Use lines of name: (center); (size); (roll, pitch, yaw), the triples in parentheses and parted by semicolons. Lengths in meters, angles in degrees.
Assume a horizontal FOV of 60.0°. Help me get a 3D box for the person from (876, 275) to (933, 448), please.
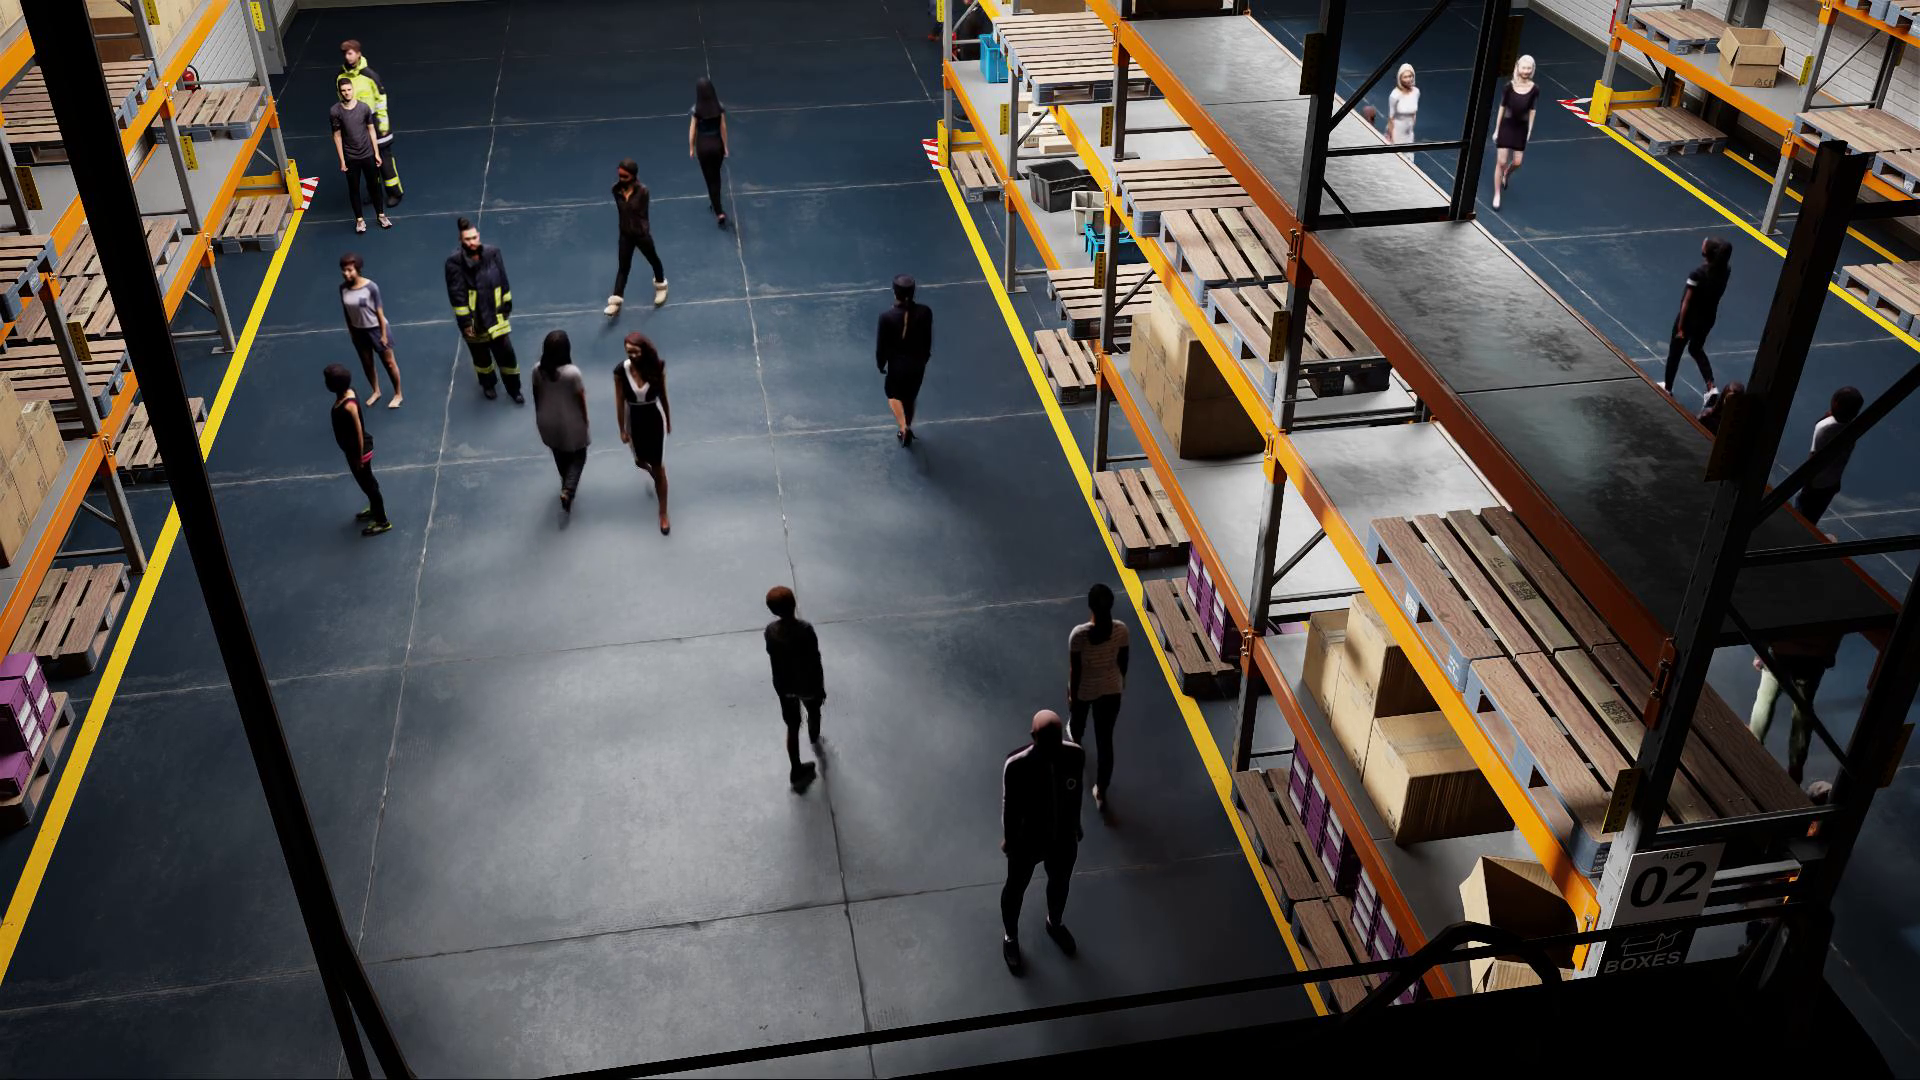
person: (-0.470, -1.530, 14.815); (0.770, 1.662, 0.804); (-12, 36, -18)

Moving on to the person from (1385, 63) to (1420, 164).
person: (5.146, -4.813, 19.690); (0.676, 1.733, 0.699); (-18, 38, -25)

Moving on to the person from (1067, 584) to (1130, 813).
person: (0.923, 1.058, 10.986); (0.596, 1.591, 1.107); (-5, 34, -7)

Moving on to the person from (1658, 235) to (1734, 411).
person: (6.911, -2.001, 15.476); (0.711, 1.715, 1.028); (-12, 35, -17)

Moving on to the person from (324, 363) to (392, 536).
person: (-4.996, -0.776, 13.782); (0.647, 1.551, 0.508); (-14, 36, -19)

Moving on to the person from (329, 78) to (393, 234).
person: (-6.900, -4.428, 19.082); (0.700, 1.764, 0.670); (-18, 38, -25)

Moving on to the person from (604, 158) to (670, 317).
person: (-3.388, -3.067, 17.145); (0.940, 1.643, 1.203); (4, 34, 6)

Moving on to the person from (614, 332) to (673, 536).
person: (-2.625, -0.958, 13.860); (0.576, 1.767, 1.043); (-6, 34, -9)

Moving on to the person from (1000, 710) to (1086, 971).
person: (0.477, 1.719, 9.769); (0.702, 1.837, 0.628); (-11, 35, -16)

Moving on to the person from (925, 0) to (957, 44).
person: (-0.286, -8.291, 24.848); (1.014, 1.815, 1.126); (-28, 43, -35)

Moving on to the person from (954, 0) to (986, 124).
person: (0.236, -6.322, 21.914); (0.998, 1.786, 1.001); (14, 36, 20)

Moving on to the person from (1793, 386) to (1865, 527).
person: (6.778, -0.445, 13.130); (0.638, 1.720, 0.597); (-15, 36, -21)

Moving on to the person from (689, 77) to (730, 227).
person: (-2.859, -4.435, 19.149); (0.732, 1.703, 0.984); (-14, 36, -20)

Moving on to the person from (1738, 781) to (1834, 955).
person: (4.705, 2.064, 9.454); (0.814, 1.613, 1.069); (5, 34, 7)

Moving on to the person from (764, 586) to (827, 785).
person: (-1.097, 1.006, 11.231); (0.748, 1.407, 0.959); (9, 35, 13)

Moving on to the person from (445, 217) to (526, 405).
person: (-4.526, -2.200, 15.655); (0.861, 1.849, 0.900); (-17, 37, -24)

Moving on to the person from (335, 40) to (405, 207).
person: (-6.993, -4.936, 19.654); (0.855, 1.979, 0.818); (8, 34, 12)

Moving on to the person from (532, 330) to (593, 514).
person: (-3.382, -0.985, 14.066); (0.839, 1.584, 1.015); (5, 34, 8)

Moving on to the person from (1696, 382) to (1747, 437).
person: (6.065, -0.577, 13.471); (0.943, 1.564, 1.166); (10, 35, 15)

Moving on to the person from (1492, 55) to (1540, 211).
person: (6.513, -4.838, 19.651); (0.747, 1.818, 0.889); (6, 34, 8)

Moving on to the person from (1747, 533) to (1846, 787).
person: (5.596, 0.839, 11.075); (0.905, 1.858, 1.090); (6, 34, 9)

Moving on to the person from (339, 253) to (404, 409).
person: (-5.528, -1.983, 15.587); (0.643, 1.562, 0.644); (5, 34, 8)
